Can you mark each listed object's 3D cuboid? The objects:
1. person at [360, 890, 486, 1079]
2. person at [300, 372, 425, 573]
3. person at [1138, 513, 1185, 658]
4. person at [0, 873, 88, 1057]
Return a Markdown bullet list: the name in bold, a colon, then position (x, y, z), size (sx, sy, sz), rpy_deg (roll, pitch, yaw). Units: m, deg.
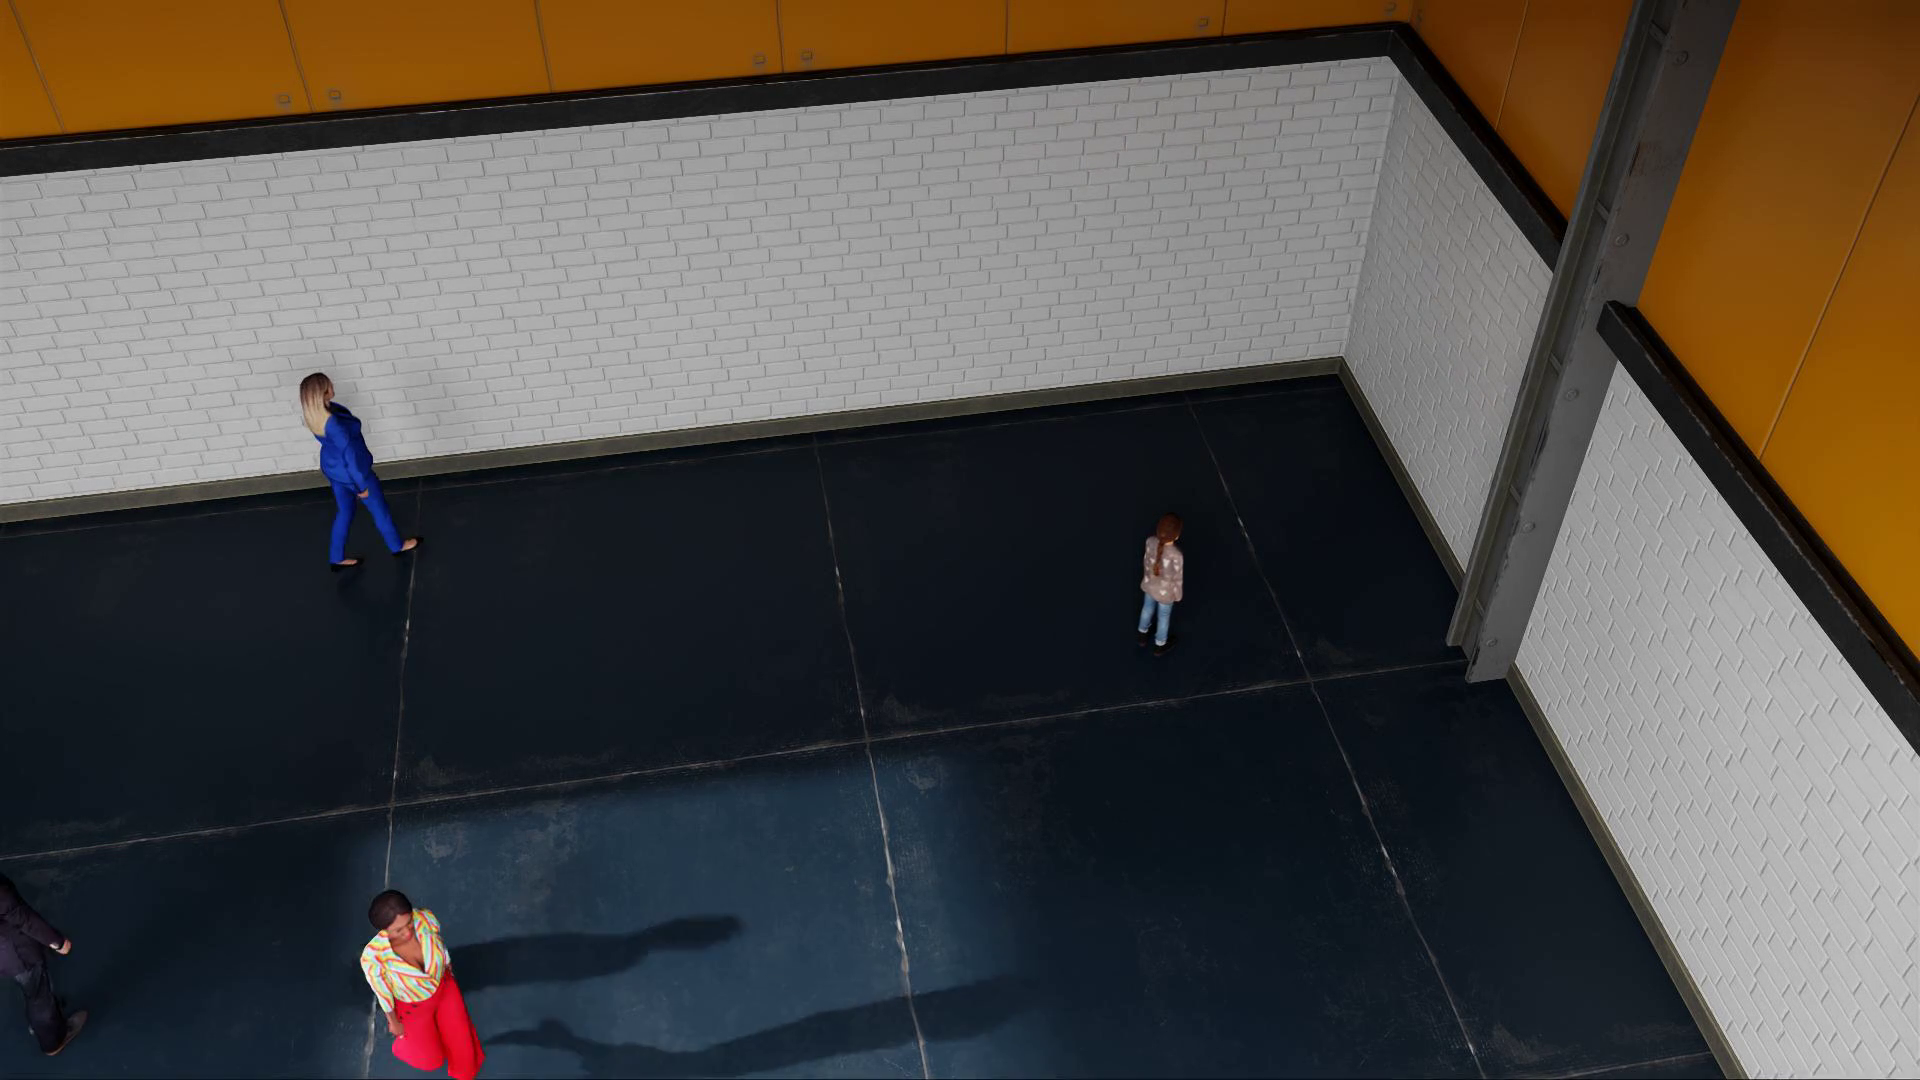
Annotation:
- **person**: position (-2.762, 2.314, 8.436), size (1.055, 1.773, 0.966), rpy_deg (28, 50, 26)
- **person**: position (-4.253, -0.425, 11.373), size (0.966, 1.688, 0.985), rpy_deg (33, 53, 30)
- **person**: position (1.327, 0.292, 10.978), size (0.610, 1.193, 0.529), rpy_deg (-32, 52, -29)
- **person**: position (-5.020, 2.127, 8.611), size (0.831, 1.801, 0.828), rpy_deg (12, 45, 12)
